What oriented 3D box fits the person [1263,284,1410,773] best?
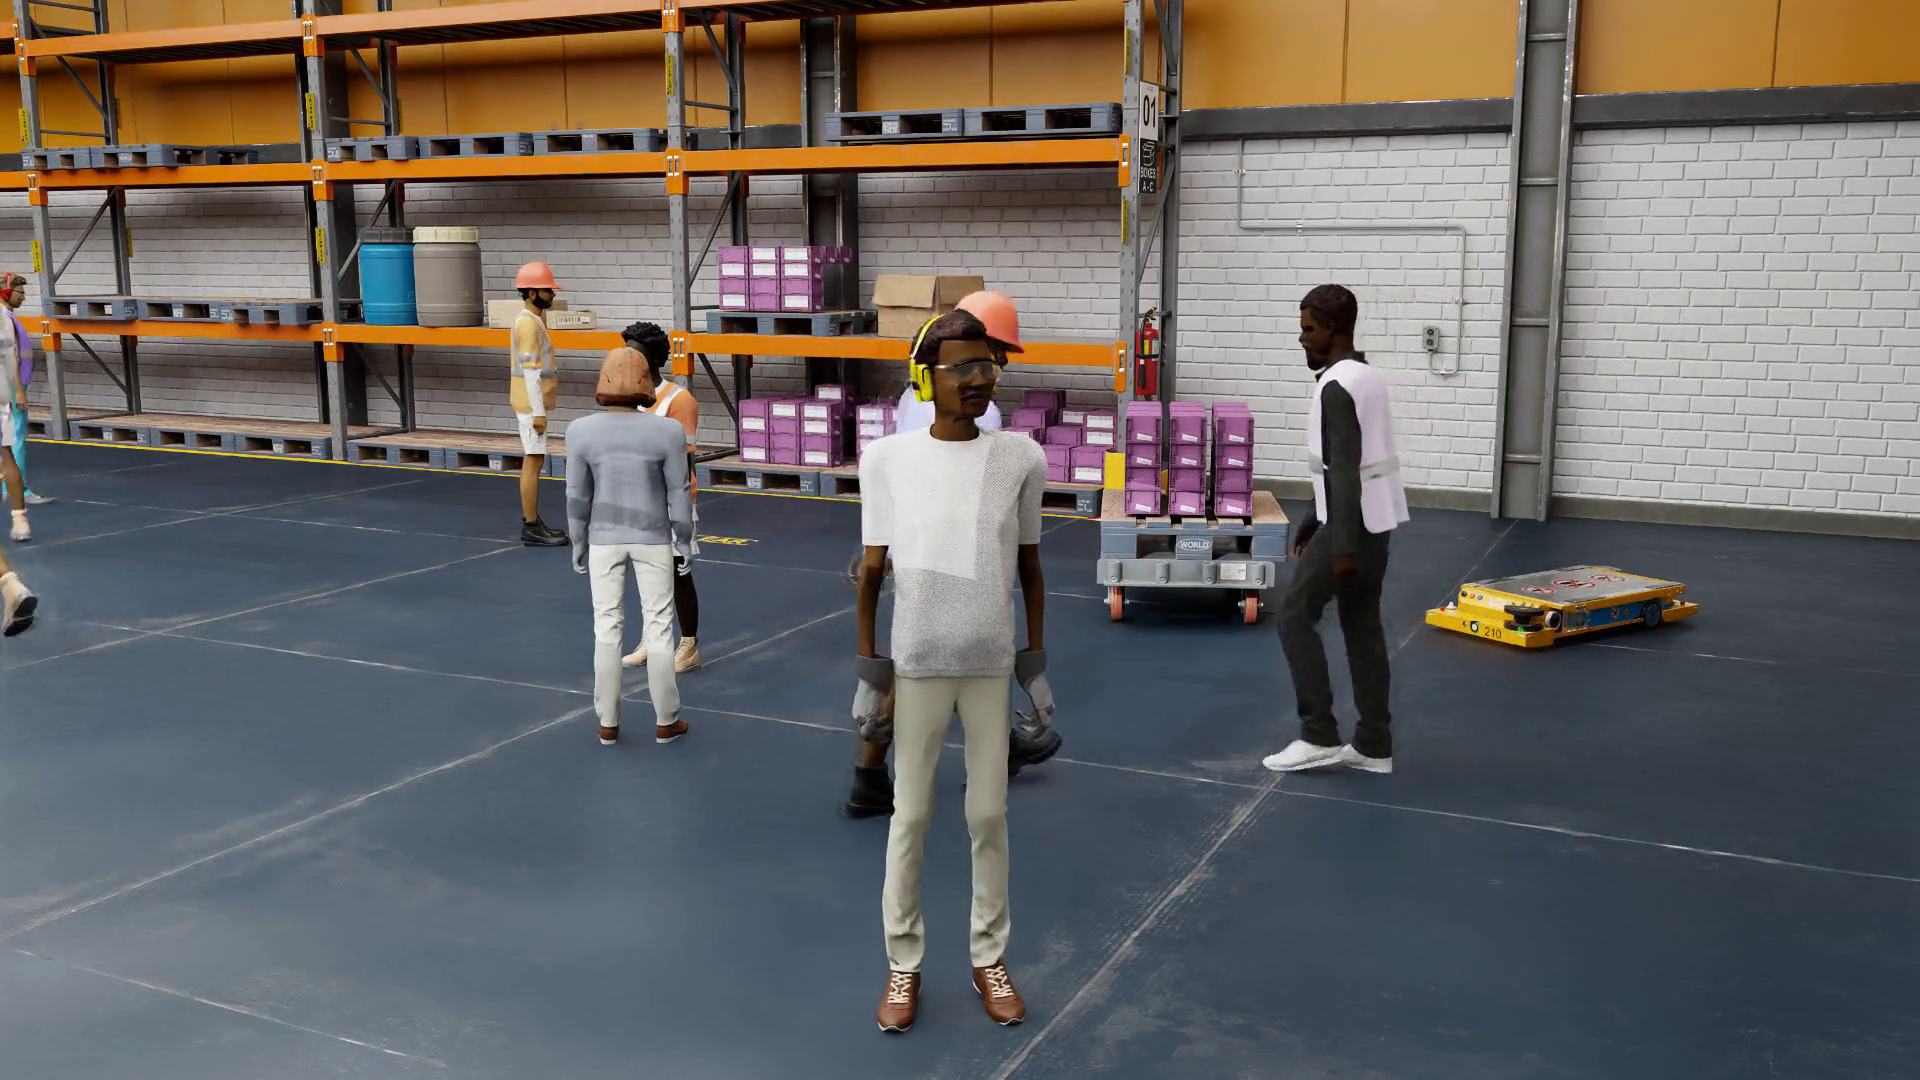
[{"bbox_3d":[1.450,-0.037,6.452,0.623,1.887,0.614,5,11,28],"label":"person"}]

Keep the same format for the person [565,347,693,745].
[{"bbox_3d":[-1.344,0.030,6.804,0.507,1.632,0.276,0,10,-2],"label":"person"}]

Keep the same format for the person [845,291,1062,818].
[{"bbox_3d":[-0.005,0.050,6.008,1.008,1.872,0.593,-5,11,-25],"label":"person"}]

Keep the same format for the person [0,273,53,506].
[{"bbox_3d":[-7.534,-1.188,13.191,0.388,1.838,0.564,-8,13,-38],"label":"person"}]

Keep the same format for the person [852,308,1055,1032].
[{"bbox_3d":[-0.014,0.344,4.318,0.531,1.875,0.316,-1,10,-8],"label":"person"}]

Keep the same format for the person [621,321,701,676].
[{"bbox_3d":[-1.453,-0.174,7.943,0.530,1.644,0.321,7,12,35],"label":"person"}]

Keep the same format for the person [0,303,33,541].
[{"bbox_3d":[-6.755,-0.953,11.336,0.541,2.015,0.667,8,13,40],"label":"person"}]

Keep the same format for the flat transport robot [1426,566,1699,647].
[{"bbox_3d":[3.251,0.338,8.940,1.431,0.197,0.652,-6,12,-32],"label":"flat transport robot"}]

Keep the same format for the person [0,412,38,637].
[{"bbox_3d":[-5.051,-0.428,8.296,0.578,2.031,0.608,4,11,20],"label":"person"}]

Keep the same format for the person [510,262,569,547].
[{"bbox_3d":[-2.891,-0.925,11.400,0.368,1.939,0.542,-3,10,-14],"label":"person"}]
